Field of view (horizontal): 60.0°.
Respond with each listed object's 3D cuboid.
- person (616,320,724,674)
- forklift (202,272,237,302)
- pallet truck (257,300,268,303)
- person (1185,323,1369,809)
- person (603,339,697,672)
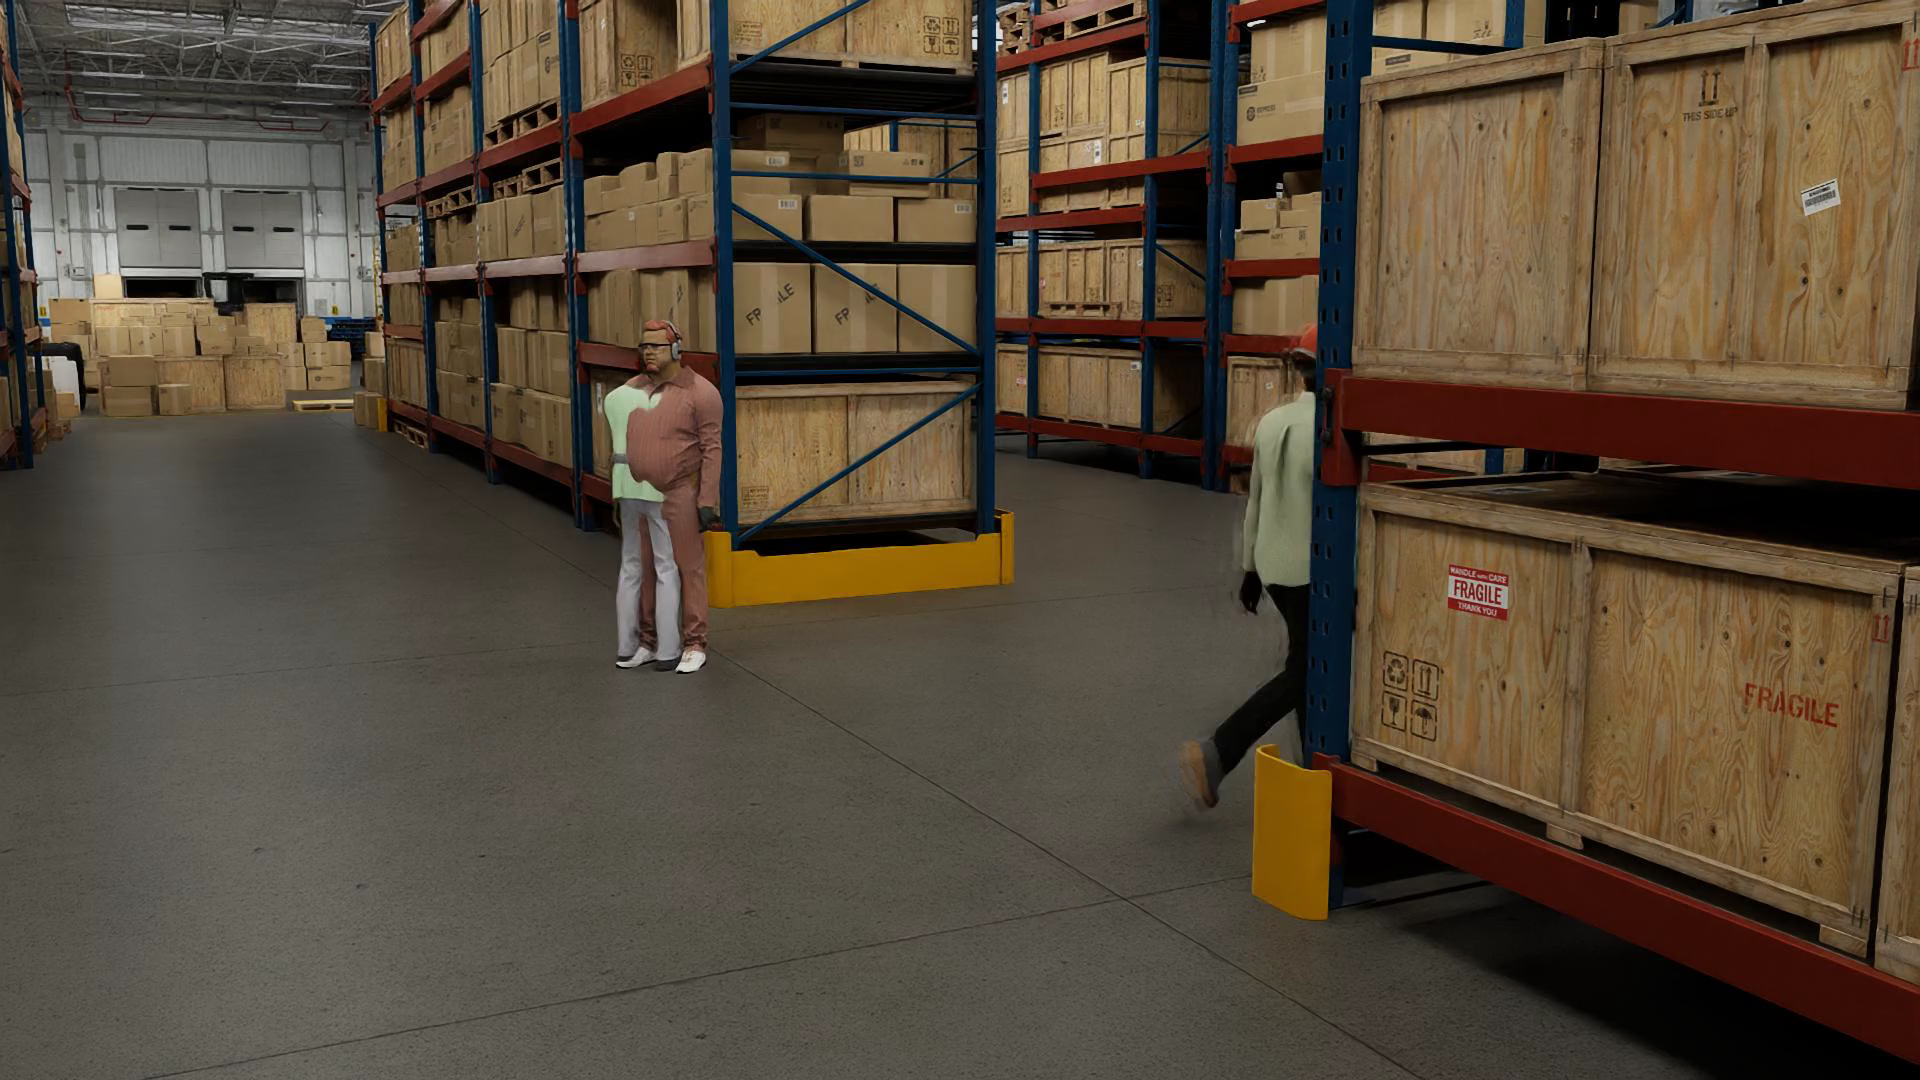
[{"bbox_3d":[-1.605,-0.231,9.016,0.639,1.911,0.406,3,9,22],"label":"person"},{"bbox_3d":[-22.509,-6.758,50.688,1.873,2.768,1.129,6,10,35],"label":"forklift"},{"bbox_3d":[-23.913,-7.404,58.171,1.885,1.965,0.823,-1,8,-9],"label":"pallet truck"},{"bbox_3d":[1.277,0.117,6.486,0.898,1.957,0.629,-4,9,-25],"label":"person"},{"bbox_3d":[-1.678,-0.198,9.051,0.565,1.836,0.396,3,9,22],"label":"person"}]
